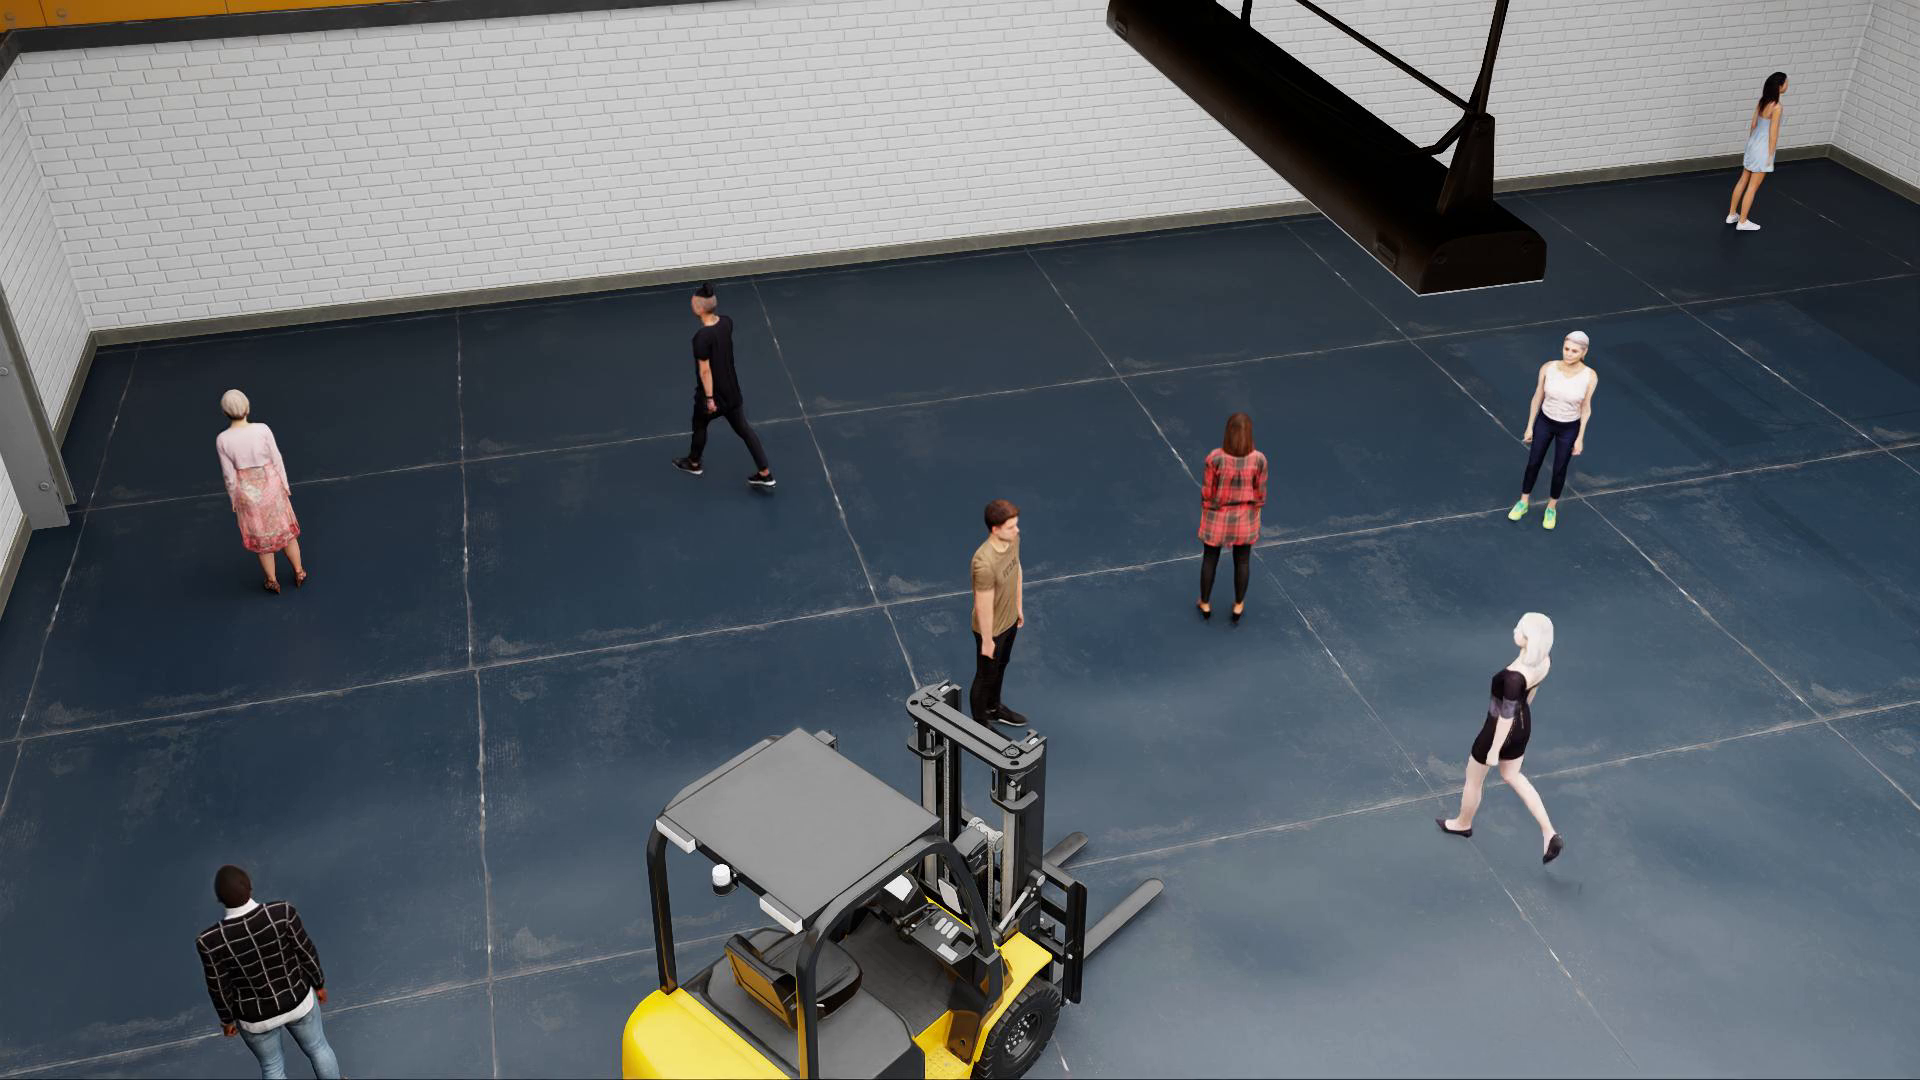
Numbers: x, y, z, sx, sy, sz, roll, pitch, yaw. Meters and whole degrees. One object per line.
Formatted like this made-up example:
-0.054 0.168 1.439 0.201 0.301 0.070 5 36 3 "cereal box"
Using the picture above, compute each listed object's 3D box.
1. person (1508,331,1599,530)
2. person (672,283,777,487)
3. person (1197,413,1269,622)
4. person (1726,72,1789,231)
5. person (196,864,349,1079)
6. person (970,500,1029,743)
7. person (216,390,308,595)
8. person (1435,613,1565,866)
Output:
4.714 -0.883 13.122 0.685 1.700 0.740 17 37 23 "person"
-1.882 -1.207 13.508 1.267 1.813 1.257 16 37 22 "person"
1.956 -0.159 12.032 0.694 1.700 0.668 4 34 5 "person"
8.731 -4.262 18.180 0.679 1.729 0.512 -3 34 -5 "person"
-3.398 2.293 8.235 0.724 1.820 0.663 -19 38 -26 "person"
0.229 0.525 10.868 0.798 1.851 0.725 15 37 22 "person"
-5.190 -0.351 12.329 0.649 1.692 0.652 -19 38 -26 "person"
3.329 1.198 9.892 1.125 1.809 0.915 29 43 36 "person"
